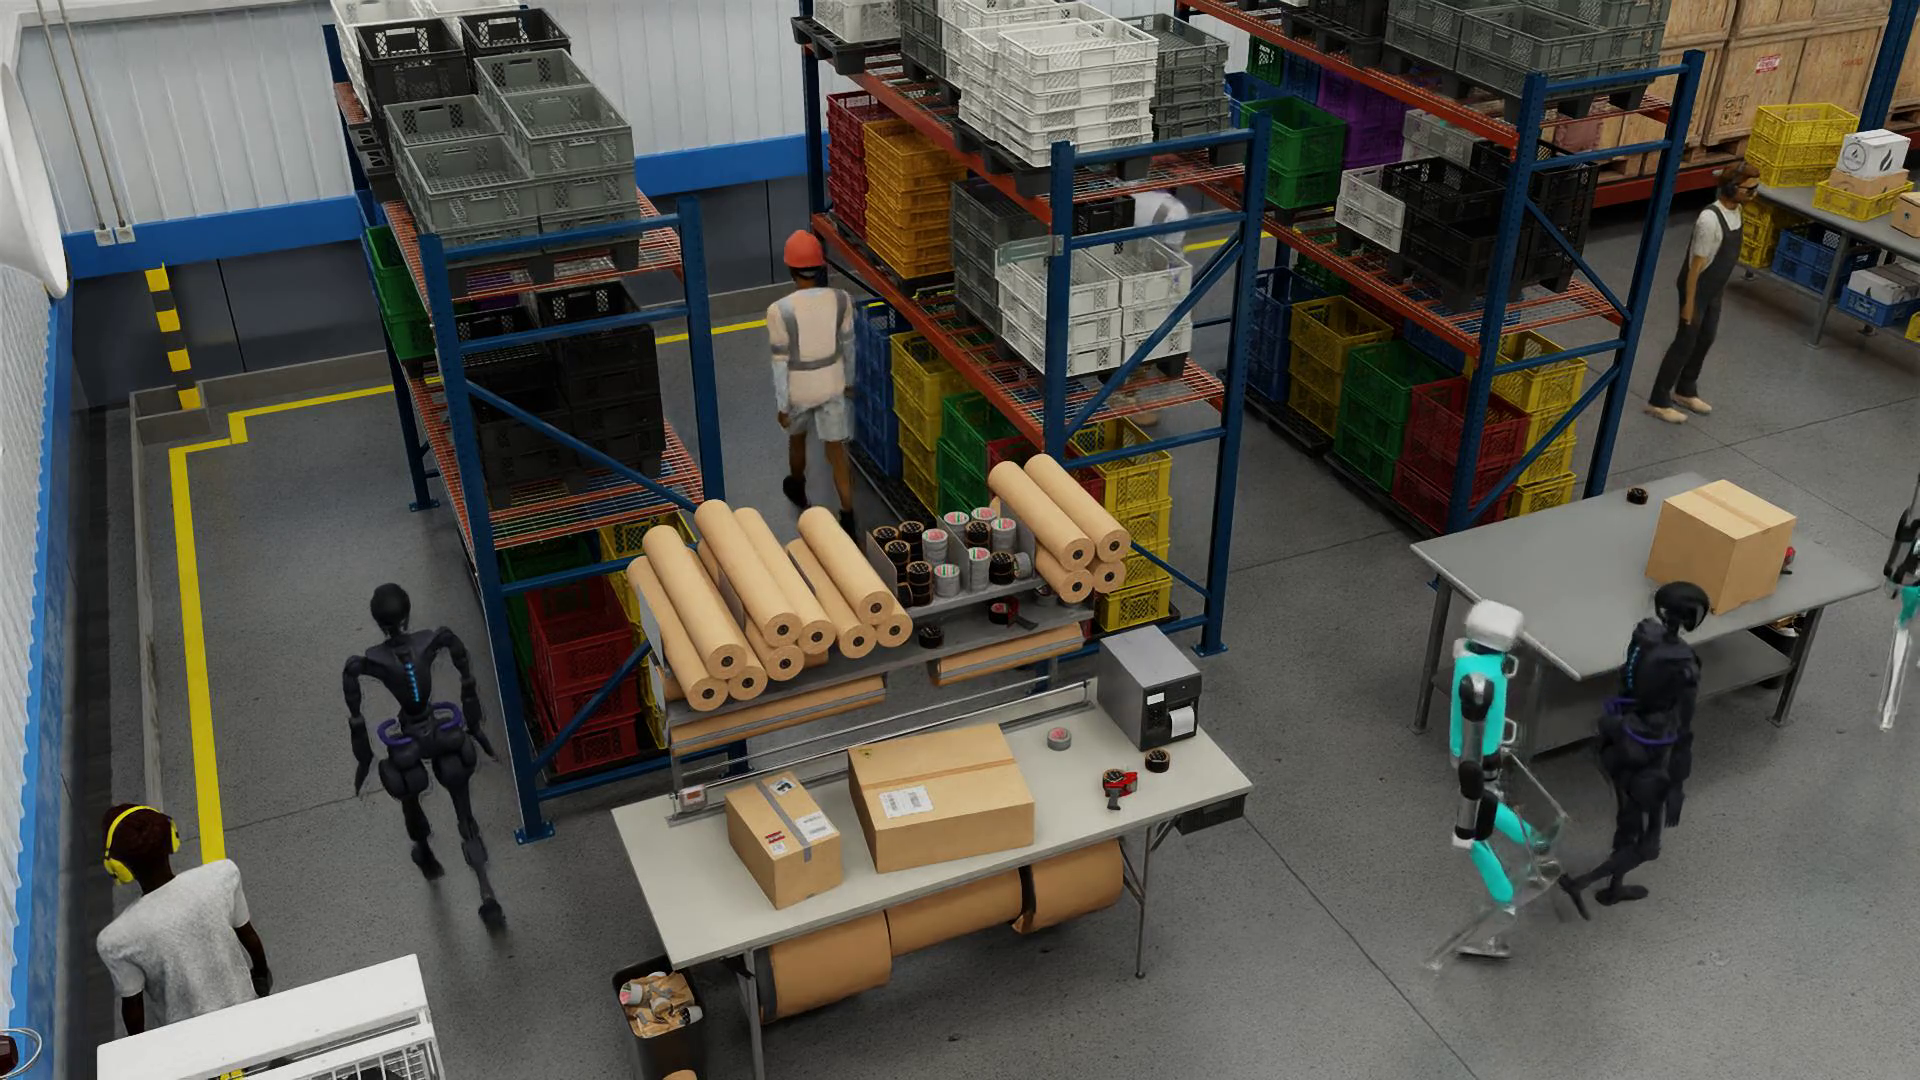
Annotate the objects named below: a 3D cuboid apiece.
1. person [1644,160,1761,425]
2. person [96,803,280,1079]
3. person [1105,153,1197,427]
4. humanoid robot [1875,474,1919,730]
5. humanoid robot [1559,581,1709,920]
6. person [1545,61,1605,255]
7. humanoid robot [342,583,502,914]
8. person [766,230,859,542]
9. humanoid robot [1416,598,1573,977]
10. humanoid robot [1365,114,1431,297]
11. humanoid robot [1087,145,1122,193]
[{"bbox_3d":[4.995,-1.650,11.155,0.532,1.838,0.359,-26,40,-36],"label":"person"},{"bbox_3d":[-2.618,1.655,5.772,0.340,1.857,0.518,24,39,33],"label":"person"},{"bbox_3d":[1.233,-1.726,11.116,0.439,2.021,0.738,-23,38,-32],"label":"person"},{"bbox_3d":[5.045,0.079,8.463,0.547,1.776,0.930,20,37,29],"label":"humanoid robot"},{"bbox_3d":[2.876,0.916,7.148,0.506,1.647,0.589,-4,32,-6],"label":"humanoid robot"},{"bbox_3d":[5.118,-3.236,13.807,0.522,1.761,0.336,-16,35,-24],"label":"person"},{"bbox_3d":[-2.306,0.922,7.170,0.600,1.638,0.750,-19,36,-28],"label":"humanoid robot"},{"bbox_3d":[-0.856,-0.916,9.911,0.559,1.893,0.971,-13,34,-21],"label":"person"},{"bbox_3d":[2.275,1.087,6.816,0.732,1.797,0.549,11,33,17],"label":"humanoid robot"},{"bbox_3d":[3.669,-2.503,12.659,1.043,1.741,0.549,1,32,1],"label":"humanoid robot"},{"bbox_3d":[0.993,-2.990,13.421,0.565,1.757,0.786,-22,38,-31],"label":"humanoid robot"}]
